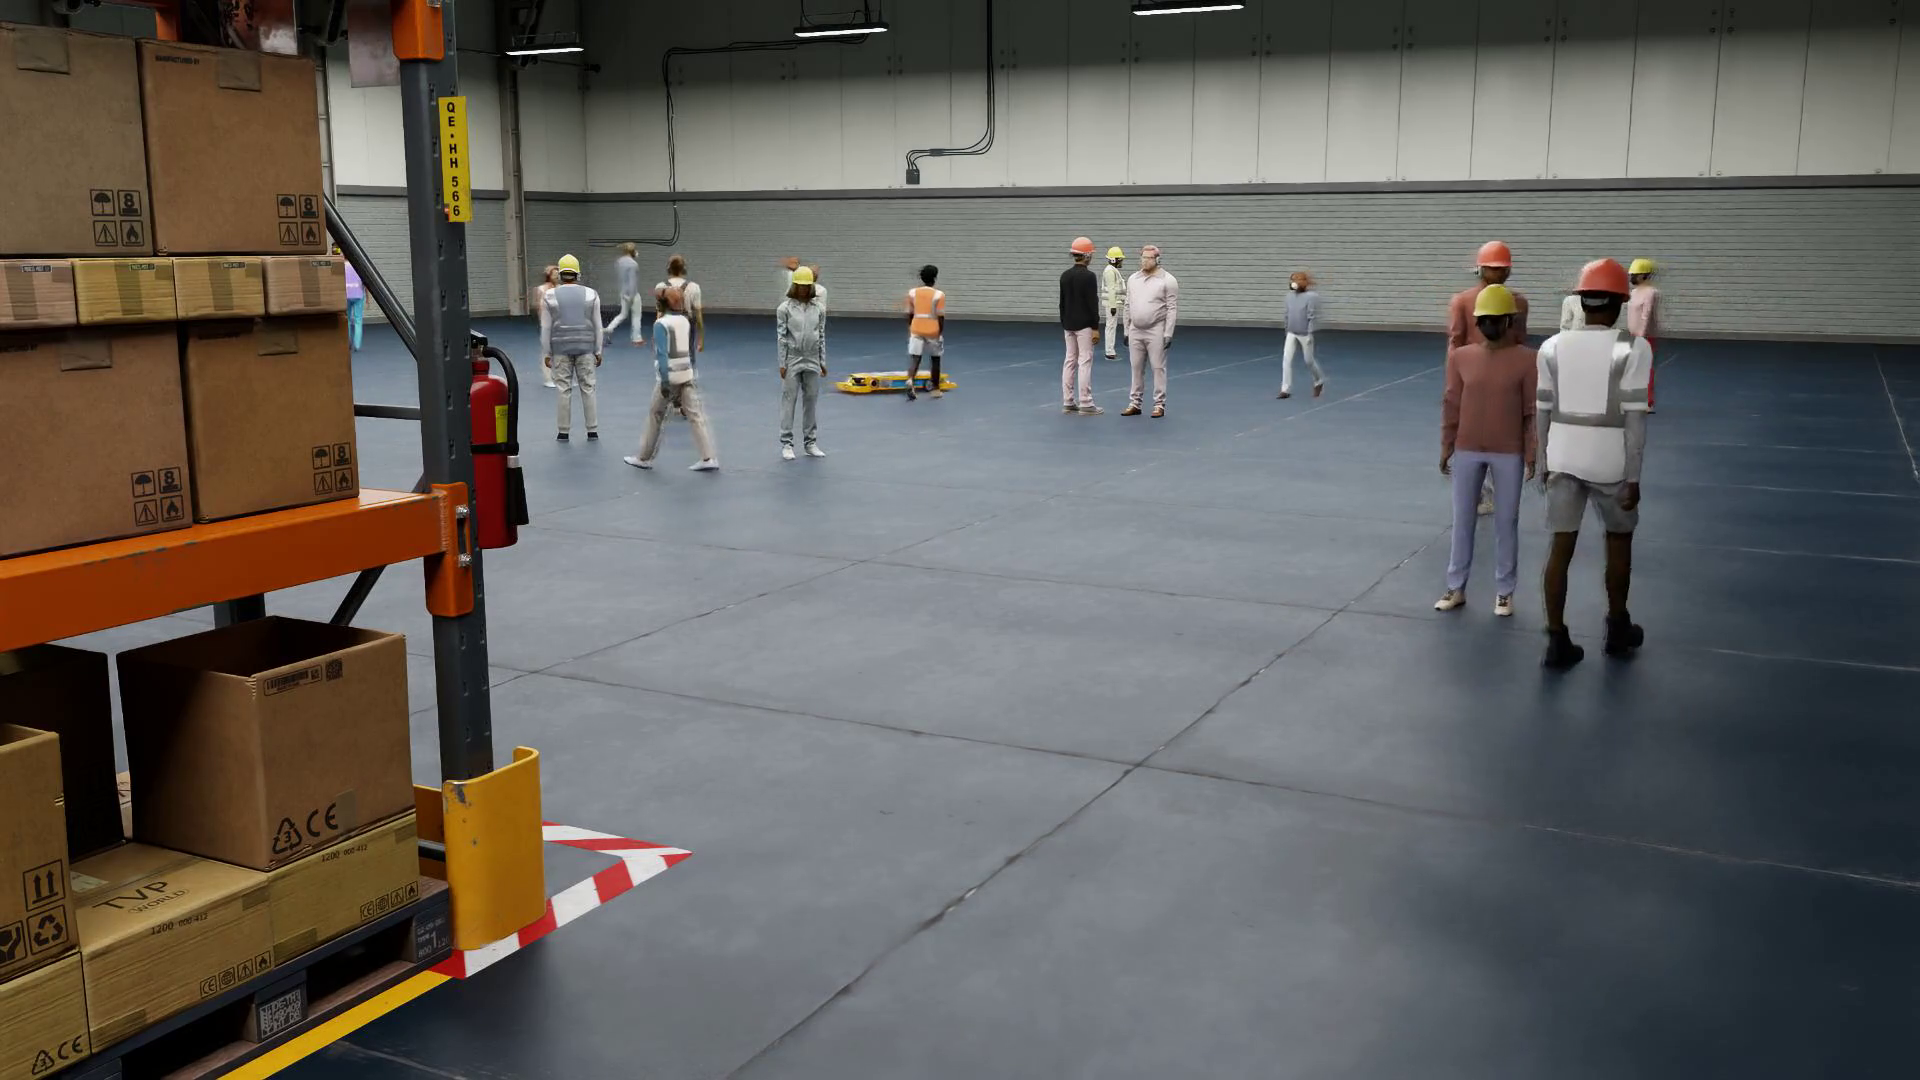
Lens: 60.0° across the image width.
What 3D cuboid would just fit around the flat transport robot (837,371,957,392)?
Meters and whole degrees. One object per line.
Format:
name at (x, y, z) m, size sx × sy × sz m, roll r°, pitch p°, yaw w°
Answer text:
flat transport robot at (-0.819, -2.072, 21.672) m, size 1.431 × 0.197 × 0.652 m, roll -5°, pitch 11°, yaw -25°

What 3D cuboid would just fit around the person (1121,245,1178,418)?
person at (2.095, -2.325, 18.575) m, size 0.642 × 1.913 × 0.409 m, roll 7°, pitch 12°, yaw 33°

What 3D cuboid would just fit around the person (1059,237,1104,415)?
person at (1.370, -2.413, 18.823) m, size 0.374 × 1.997 × 0.608 m, roll -7°, pitch 13°, yaw -35°

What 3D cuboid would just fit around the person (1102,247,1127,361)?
person at (2.499, -3.826, 26.975) m, size 0.404 × 1.832 × 0.595 m, roll 1°, pitch 10°, yaw 5°

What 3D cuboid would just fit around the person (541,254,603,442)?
person at (-3.800, -1.871, 16.316) m, size 0.588 × 1.833 × 0.404 m, roll -4°, pitch 11°, yaw -19°

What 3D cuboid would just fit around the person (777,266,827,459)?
person at (-1.423, -1.607, 15.125) m, size 0.488 × 1.740 × 0.318 m, roll -6°, pitch 12°, yaw -31°

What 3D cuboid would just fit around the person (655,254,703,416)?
person at (-3.136, -2.279, 18.595) m, size 0.515 × 1.824 × 0.807 m, roll -1°, pitch 10°, yaw -8°

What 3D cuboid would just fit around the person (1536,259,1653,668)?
person at (3.044, -0.369, 7.926) m, size 0.563 × 1.898 × 0.856 m, roll 9°, pitch 14°, yaw 41°

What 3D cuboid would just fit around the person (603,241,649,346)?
person at (-6.094, -4.462, 30.231) m, size 0.770 × 1.914 × 0.633 m, roll -9°, pitch 14°, yaw -40°

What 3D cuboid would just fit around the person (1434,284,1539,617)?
person at (2.814, -0.471, 8.864) m, size 0.532 × 1.767 × 0.325 m, roll 6°, pitch 12°, yaw 31°

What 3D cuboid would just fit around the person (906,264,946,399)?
person at (-0.439, -2.550, 20.452) m, size 0.527 × 1.674 × 0.752 m, roll 4°, pitch 11°, yaw 20°

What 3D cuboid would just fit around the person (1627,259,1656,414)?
person at (7.630, -2.286, 18.802) m, size 0.598 × 1.747 × 0.528 m, roll -2°, pitch 11°, yaw -9°

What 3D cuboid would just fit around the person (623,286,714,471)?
person at (-2.487, -1.383, 14.294) m, size 0.856 × 1.586 × 0.537 m, roll 4°, pitch 11°, yaw 23°

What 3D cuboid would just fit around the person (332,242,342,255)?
person at (-13.083, -5.327, 35.041) m, size 0.316 × 1.875 × 0.531 m, roll -6°, pitch 12°, yaw -32°

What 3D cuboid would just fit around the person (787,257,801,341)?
person at (-3.060, -4.568, 31.652) m, size 0.825 × 1.585 × 0.523 m, roll 0°, pitch 10°, yaw 1°

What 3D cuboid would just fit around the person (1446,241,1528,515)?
person at (3.803, -1.155, 12.007) m, size 0.630 × 1.974 × 0.449 m, roll 0°, pitch 10°, yaw -3°

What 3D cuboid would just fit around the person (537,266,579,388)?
person at (-5.335, -2.815, 22.043) m, size 0.631 × 1.616 × 0.542 m, roll 8°, pitch 13°, yaw 39°

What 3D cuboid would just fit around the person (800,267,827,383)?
person at (-2.064, -2.934, 22.780) m, size 0.513 × 1.571 × 0.862 m, roll 2°, pitch 11°, yaw 13°

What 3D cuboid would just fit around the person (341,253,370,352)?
person at (-10.641, -4.209, 29.128) m, size 0.584 × 1.812 × 0.833 m, roll -4°, pitch 11°, yaw -21°

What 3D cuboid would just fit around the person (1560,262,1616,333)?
person at (6.074, -1.802, 16.119) m, size 0.523 × 1.769 × 0.320 m, roll 2°, pitch 11°, yaw 11°

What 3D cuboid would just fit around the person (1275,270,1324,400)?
person at (4.258, -2.555, 20.662) m, size 0.500 × 1.604 × 0.778 m, roll 10°, pitch 15°, yaw 44°
